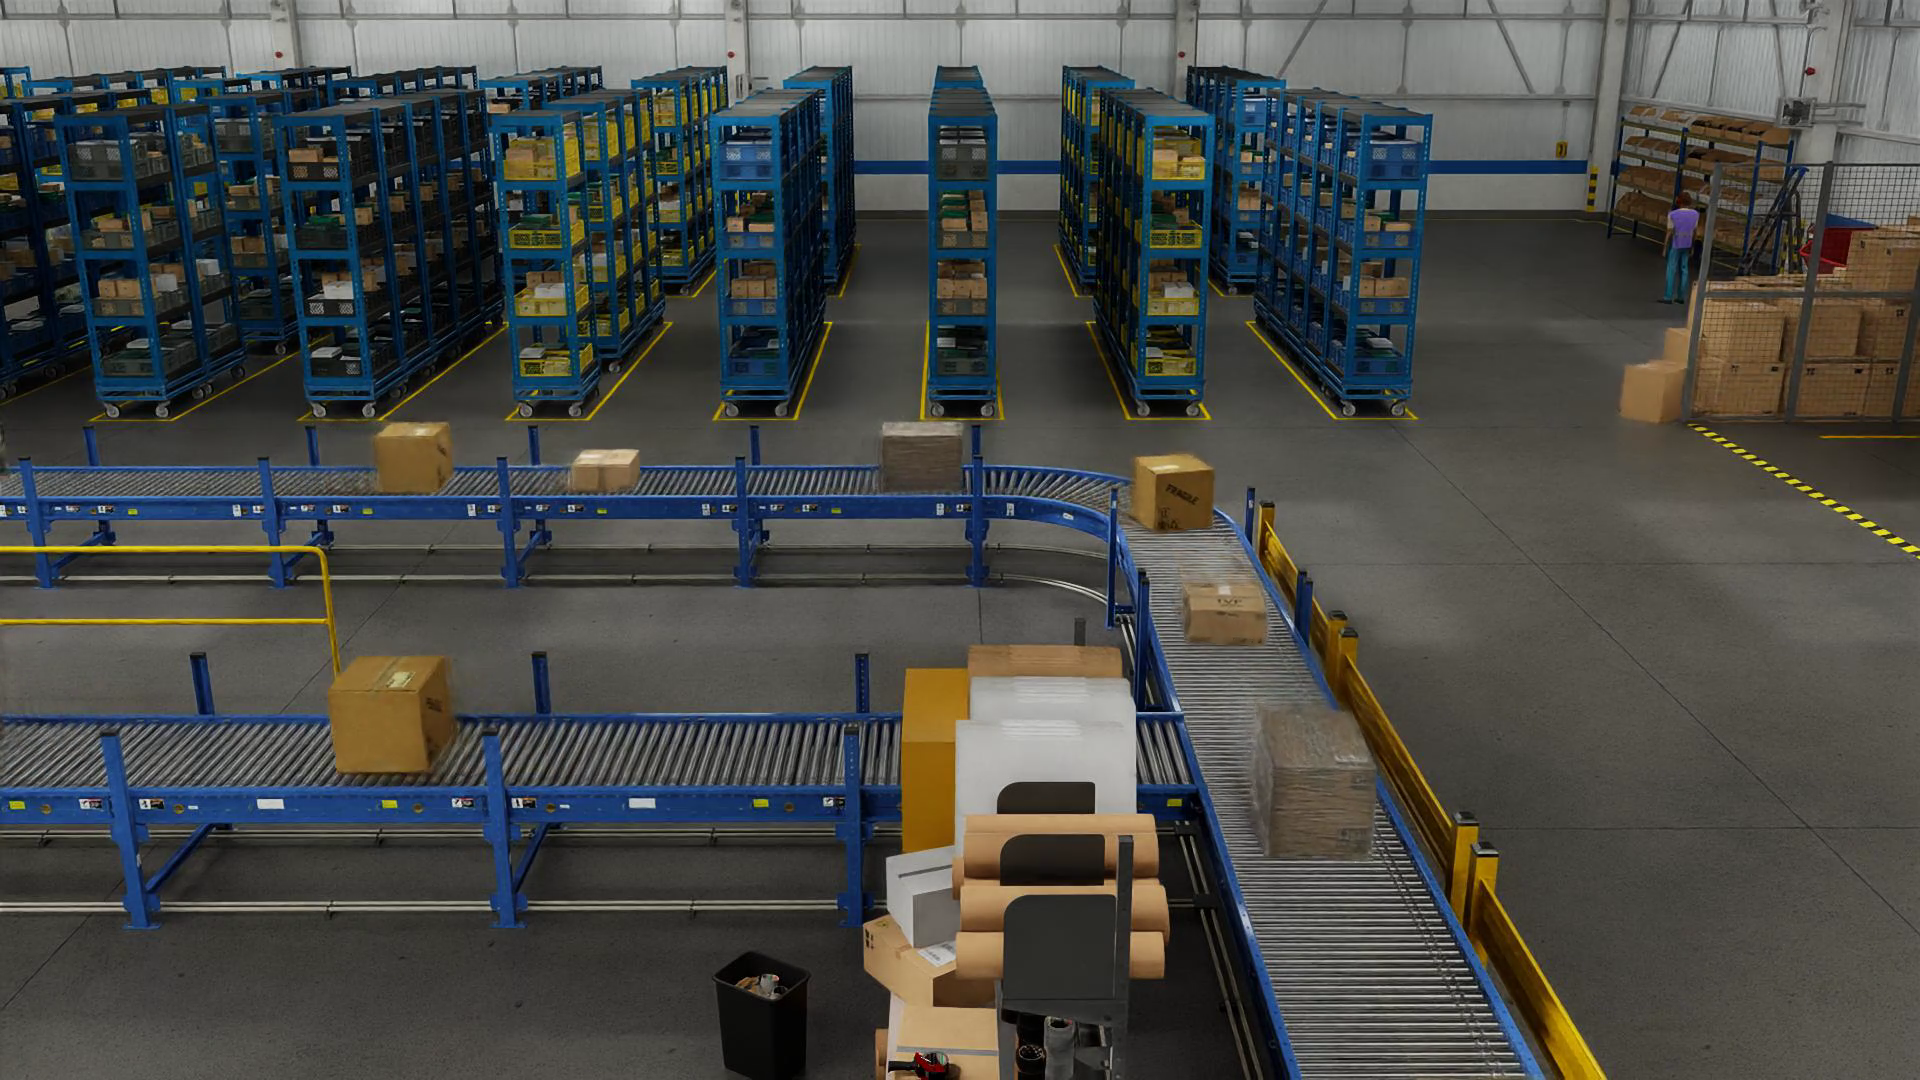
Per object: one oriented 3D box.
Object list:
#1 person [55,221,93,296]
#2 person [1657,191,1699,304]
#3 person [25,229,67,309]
[{"bbox_3d":[-13.868,-4.438,26.155,0.383,1.951,0.605,10,20,28],"label":"person"},{"bbox_3d":[11.892,-4.821,27.500,0.570,1.843,0.372,-4,18,-13],"label":"person"},{"bbox_3d":[-14.883,-4.615,26.918,0.414,1.817,0.592,-4,18,-11],"label":"person"}]
